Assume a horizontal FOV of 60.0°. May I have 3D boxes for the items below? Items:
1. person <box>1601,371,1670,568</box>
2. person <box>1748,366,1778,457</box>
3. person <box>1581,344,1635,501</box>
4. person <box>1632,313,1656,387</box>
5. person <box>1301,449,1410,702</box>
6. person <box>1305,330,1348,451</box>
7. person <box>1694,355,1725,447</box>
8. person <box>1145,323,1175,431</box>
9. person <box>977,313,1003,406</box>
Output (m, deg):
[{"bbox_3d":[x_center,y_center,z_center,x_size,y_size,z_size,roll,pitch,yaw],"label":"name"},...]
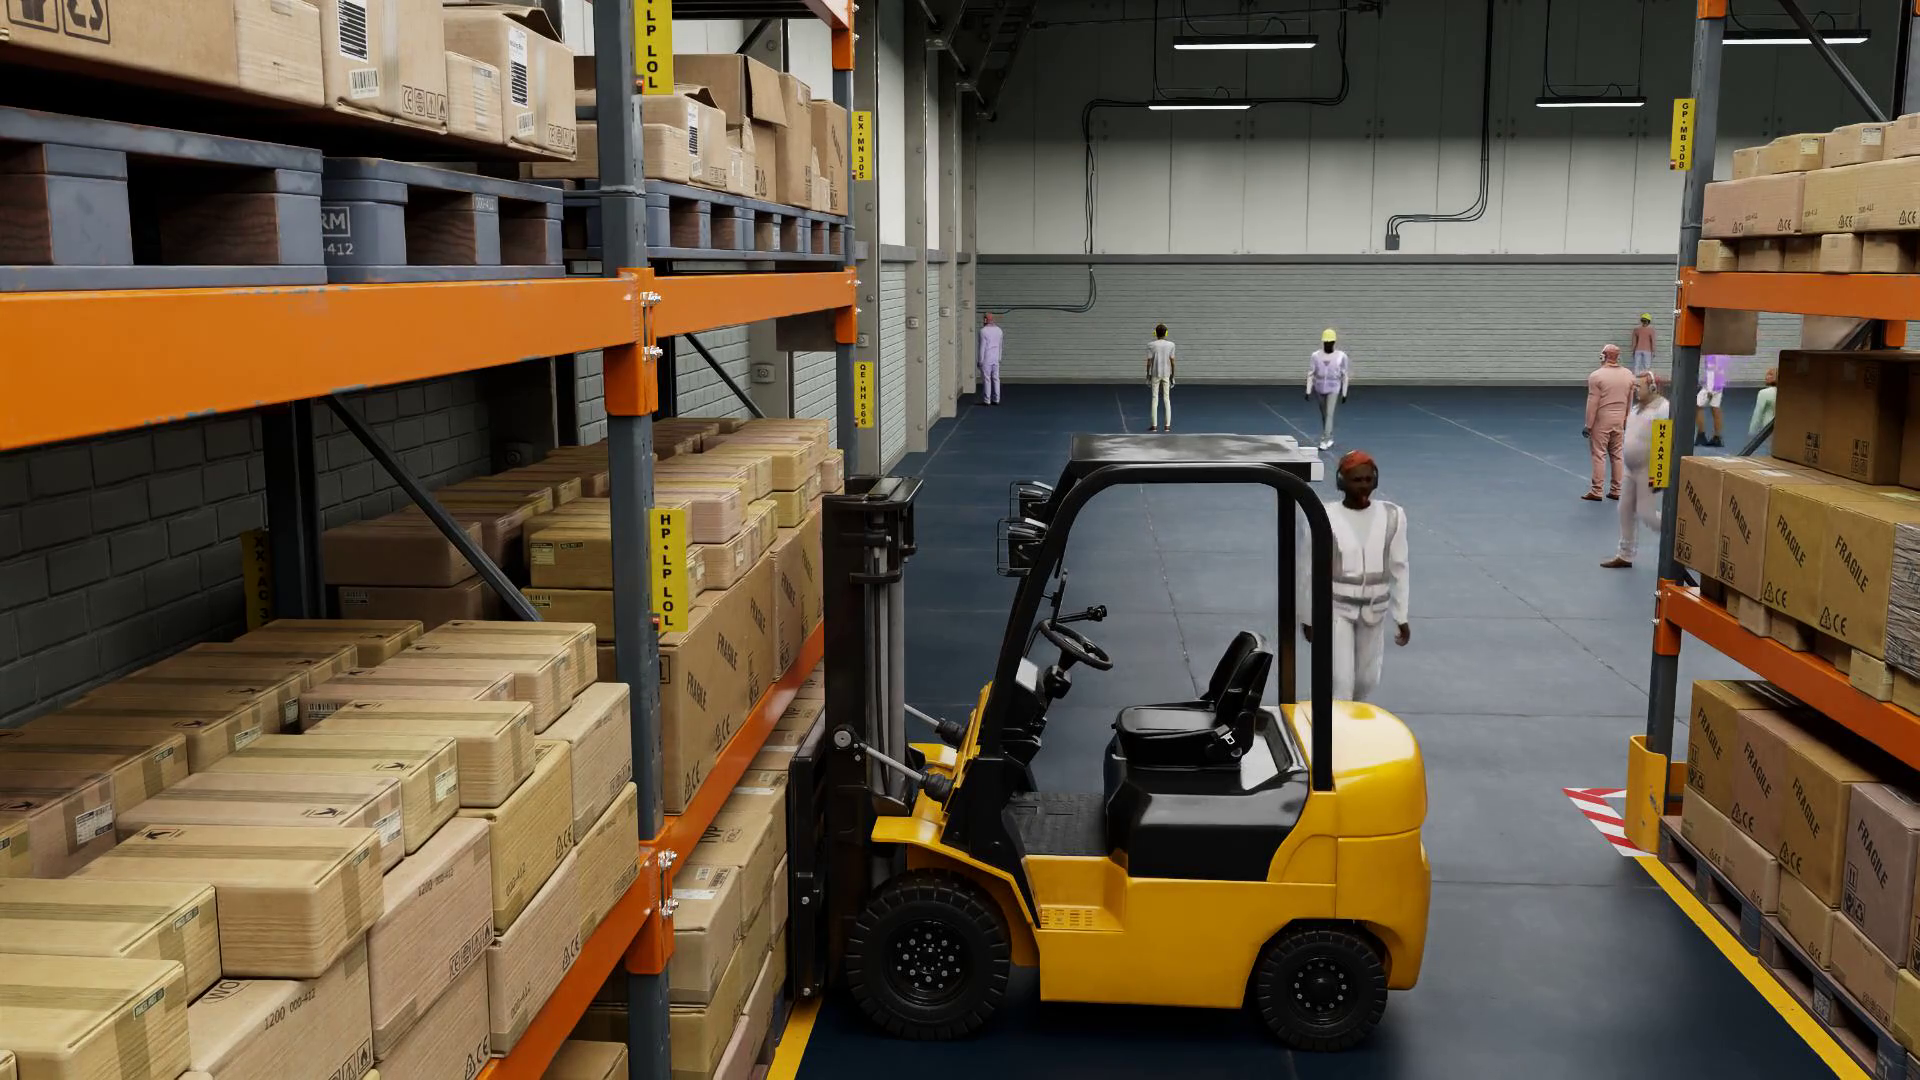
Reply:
[{"bbox_3d":[6.477,-0.651,15.655,0.663,1.886,0.663,-2,10,-12],"label":"person"},{"bbox_3d":[10.156,-1.379,20.859,0.538,1.608,0.611,-2,9,-9],"label":"person"},{"bbox_3d":[7.883,-1.428,20.303,0.651,1.906,0.403,-3,10,-17],"label":"person"},{"bbox_3d":[15.838,-4.362,38.514,0.533,1.765,0.329,8,12,41],"label":"person"},{"bbox_3d":[2.204,0.398,9.410,0.575,1.859,0.804,-1,9,-6],"label":"person"},{"bbox_3d":[5.736,-2.346,25.985,0.600,1.873,1.015,5,11,29],"label":"person"},{"bbox_3d":[11.835,-2.426,26.337,0.624,1.915,0.570,9,13,43],"label":"person"},{"bbox_3d":[3.471,-2.813,28.807,0.512,1.872,0.328,0,9,-2],"label":"person"},{"bbox_3d":[0.578,-3.698,34.057,0.402,1.906,0.652,9,13,44],"label":"person"}]
